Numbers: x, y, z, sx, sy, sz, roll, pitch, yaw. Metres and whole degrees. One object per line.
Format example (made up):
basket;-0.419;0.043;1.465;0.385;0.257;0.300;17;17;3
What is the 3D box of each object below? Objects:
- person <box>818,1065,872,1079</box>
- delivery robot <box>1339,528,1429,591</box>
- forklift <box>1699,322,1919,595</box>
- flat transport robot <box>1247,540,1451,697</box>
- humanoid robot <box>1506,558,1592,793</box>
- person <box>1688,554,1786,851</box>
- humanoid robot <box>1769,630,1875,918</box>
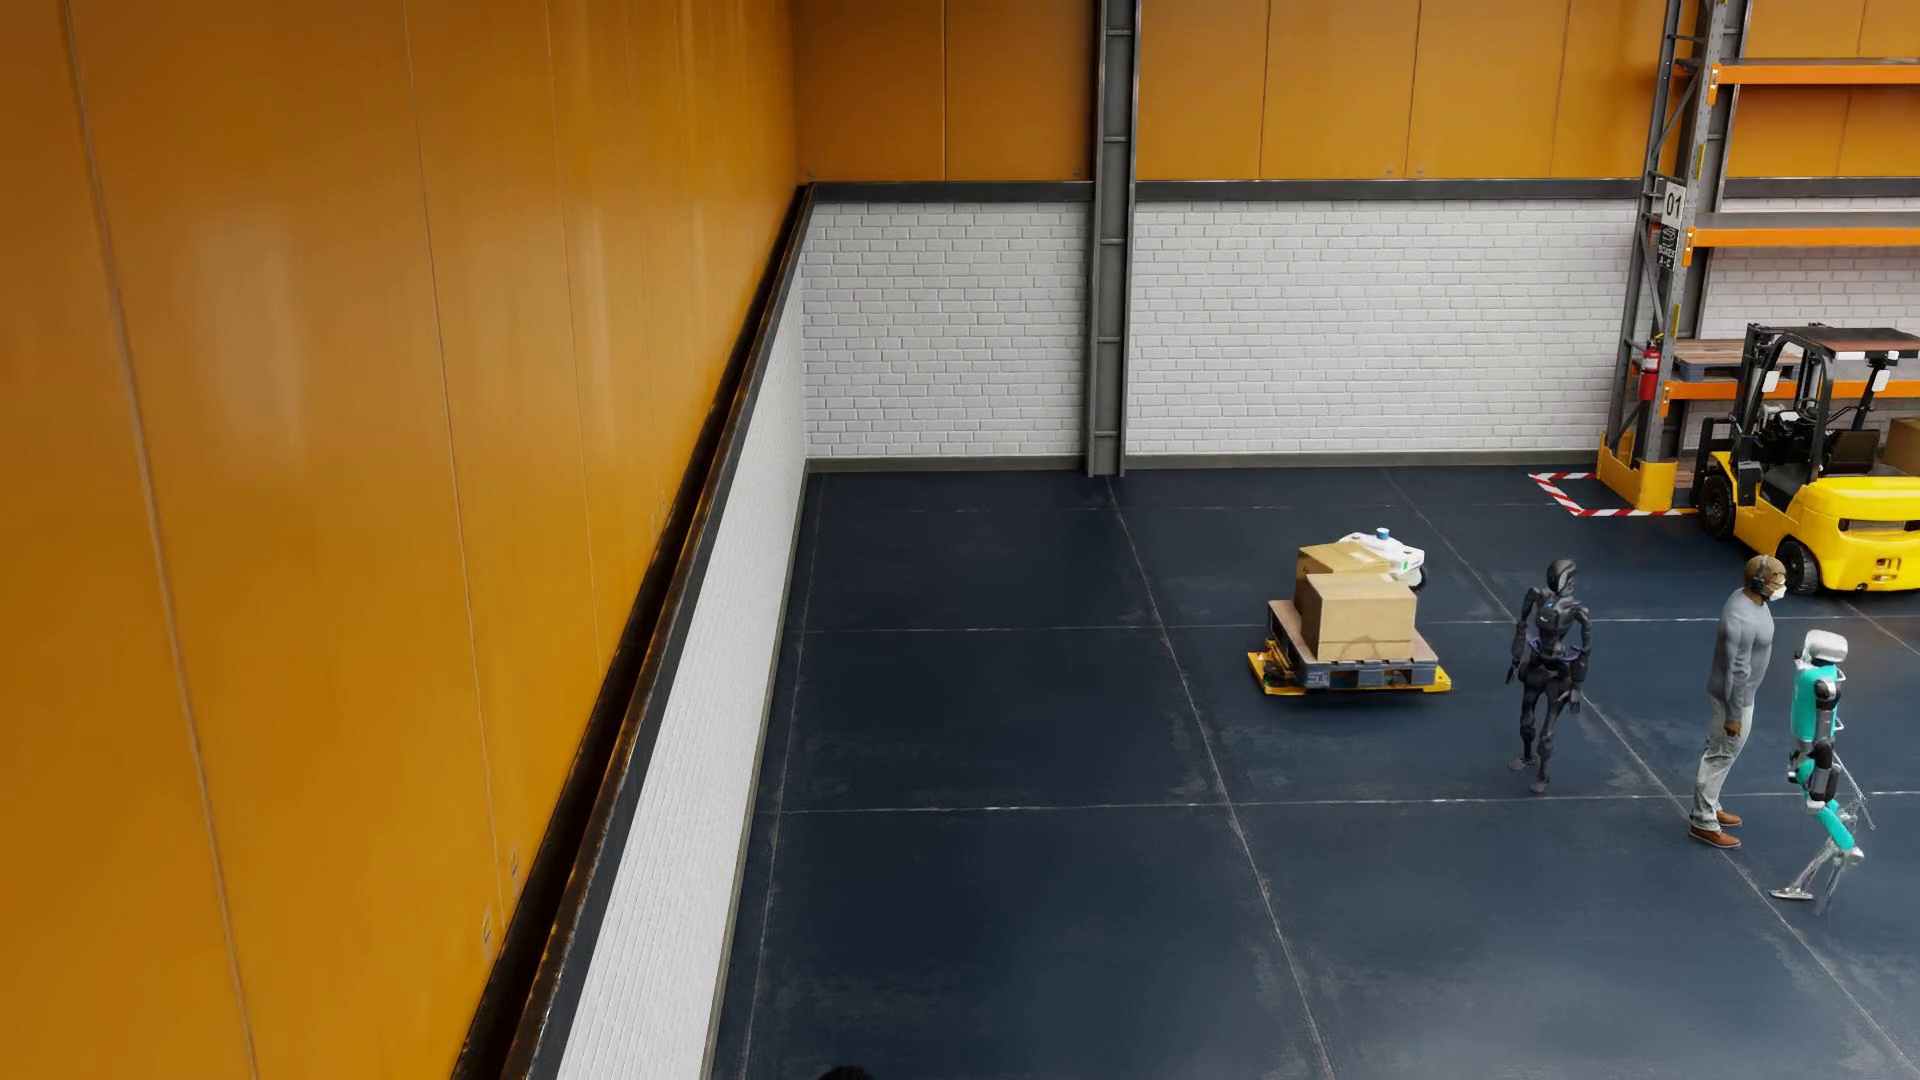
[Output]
person;-0.382;2.685;6.212;0.317;1.695;0.539;-6;21;-15
delivery robot;3.721;0.207;14.600;0.783;0.611;0.514;19;27;41
forklift;7.809;-0.792;14.926;1.214;2.155;2.313;-1;20;-2
flat transport robot;3.008;0.977;12.903;1.431;0.231;0.659;-1;20;-3
humanoid robot;3.965;0.874;11.166;0.380;1.646;0.586;-15;25;-35
person;4.879;0.991;10.459;0.355;1.936;0.634;10;23;25
humanoid robot;5.116;1.404;9.681;0.720;1.822;0.555;4;21;10
